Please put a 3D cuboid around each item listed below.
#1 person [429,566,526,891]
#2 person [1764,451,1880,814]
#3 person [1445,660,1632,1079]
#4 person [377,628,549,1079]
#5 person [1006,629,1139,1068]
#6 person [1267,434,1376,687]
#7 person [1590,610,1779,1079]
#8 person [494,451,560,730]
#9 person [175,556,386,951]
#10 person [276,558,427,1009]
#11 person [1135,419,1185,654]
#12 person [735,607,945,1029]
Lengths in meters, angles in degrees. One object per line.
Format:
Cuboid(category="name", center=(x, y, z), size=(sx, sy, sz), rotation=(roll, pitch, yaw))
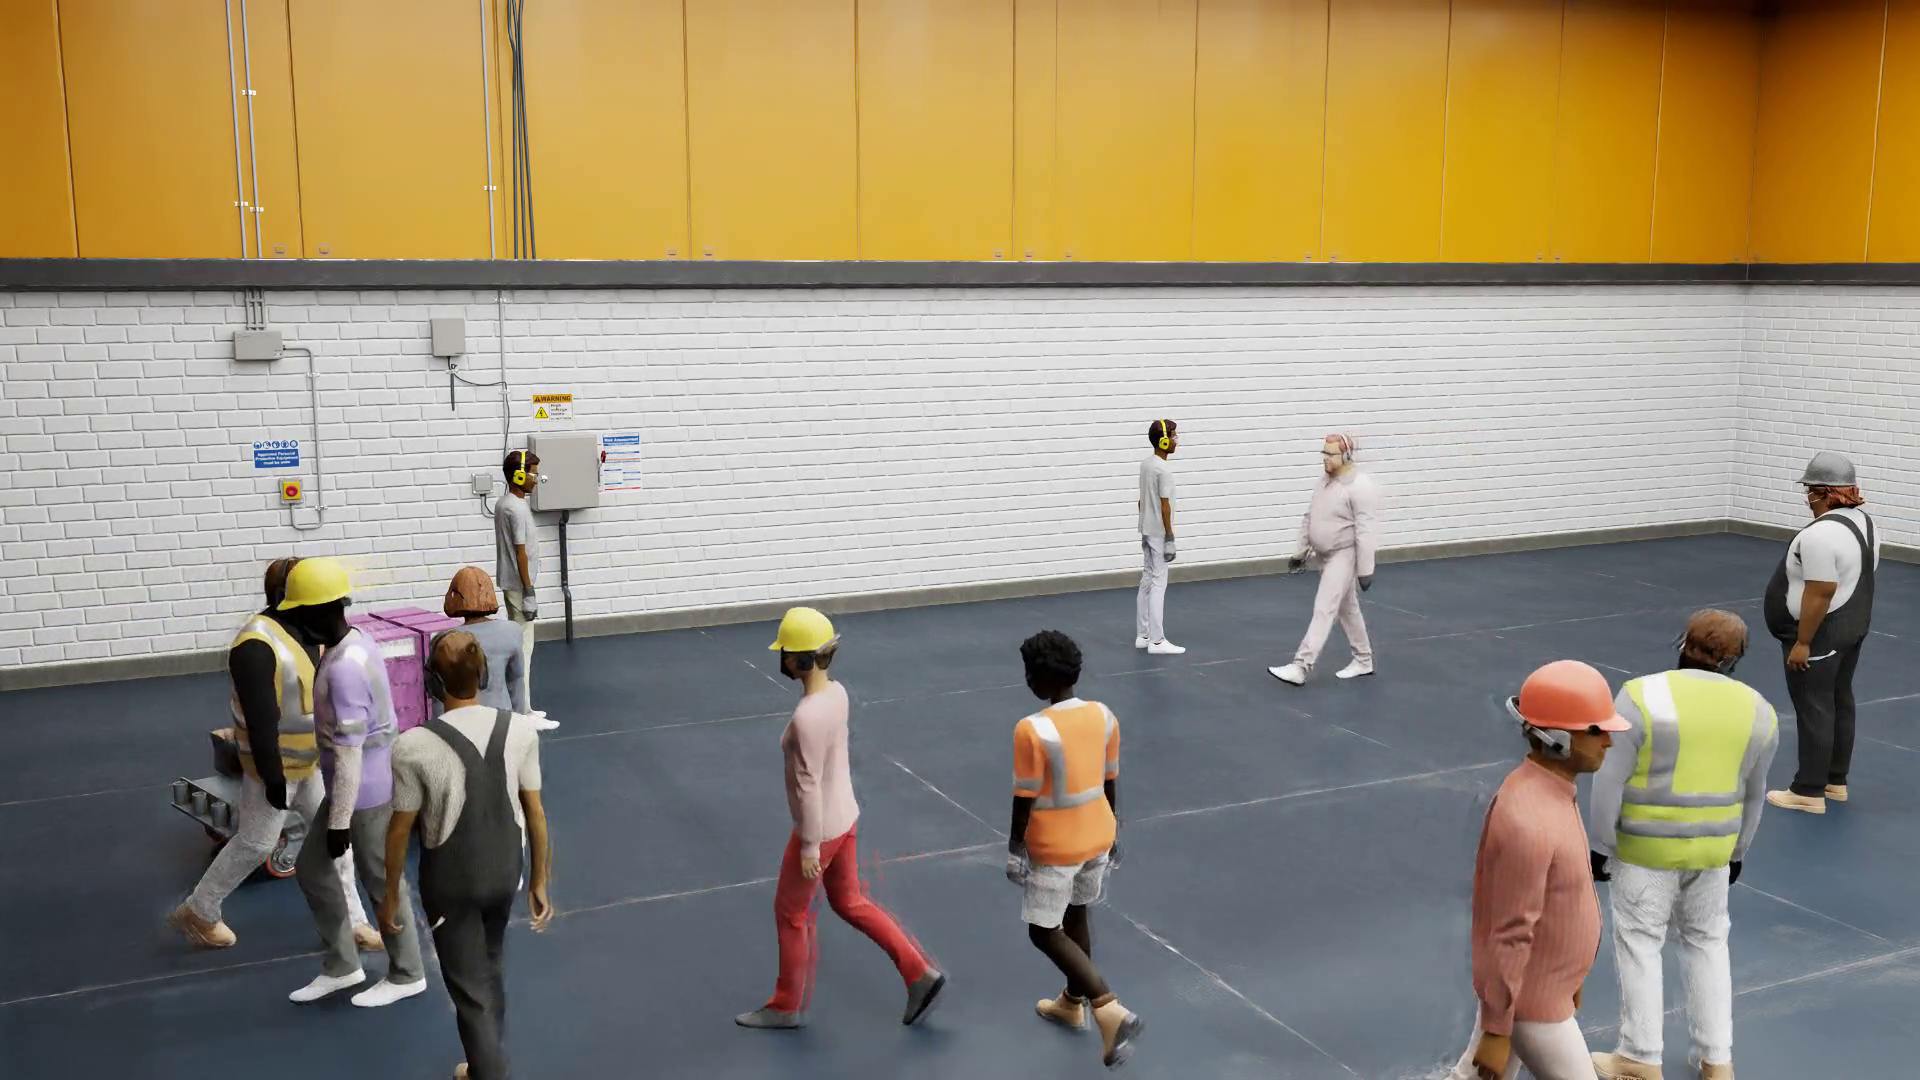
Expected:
Cuboid(category="person", center=(-2.322, 0.935, 8.031), size=(0.280, 1.633, 0.500), rotation=(8, 12, 41))
Cuboid(category="person", center=(4.842, 0.506, 9.427), size=(0.688, 2.000, 0.535), rotation=(-8, 12, -40))
Cuboid(category="person", center=(1.634, 1.288, 4.896), size=(1.044, 1.948, 0.629), rotation=(4, 10, 21))
Cuboid(category="person", center=(-1.762, 1.197, 5.810), size=(0.521, 1.815, 0.772), rotation=(-9, 13, -44))
Cuboid(category="person", center=(0.466, 1.180, 6.378), size=(0.543, 1.670, 0.630), rotation=(-9, 13, -43))
Cuboid(category="person", center=(2.695, 0.147, 12.236), size=(0.987, 1.857, 0.641), rotation=(-2, 9, -15))
Cuboid(category="person", center=(2.644, 1.158, 6.157), size=(0.673, 1.809, 0.437), rotation=(-2, 9, -10))
Cuboid(category="person", center=(-2.908, 0.333, 11.057), size=(0.329, 1.865, 0.514), rotation=(-5, 10, -28))
Cuboid(category="person", center=(-3.047, 0.957, 7.368), size=(0.907, 1.809, 0.612), rotation=(2, 9, 11))
Cuboid(category="person", center=(-2.530, 1.007, 6.743), size=(0.676, 1.892, 0.623), rotation=(-4, 10, -25))
Cuboid(category="person", center=(1.590, -0.032, 13.295), size=(0.335, 1.873, 0.521), rotation=(-2, 9, -15))
Cuboid(category="person", center=(-0.477, 1.120, 6.579), size=(0.781, 1.739, 0.534), rotation=(2, 9, 11))
